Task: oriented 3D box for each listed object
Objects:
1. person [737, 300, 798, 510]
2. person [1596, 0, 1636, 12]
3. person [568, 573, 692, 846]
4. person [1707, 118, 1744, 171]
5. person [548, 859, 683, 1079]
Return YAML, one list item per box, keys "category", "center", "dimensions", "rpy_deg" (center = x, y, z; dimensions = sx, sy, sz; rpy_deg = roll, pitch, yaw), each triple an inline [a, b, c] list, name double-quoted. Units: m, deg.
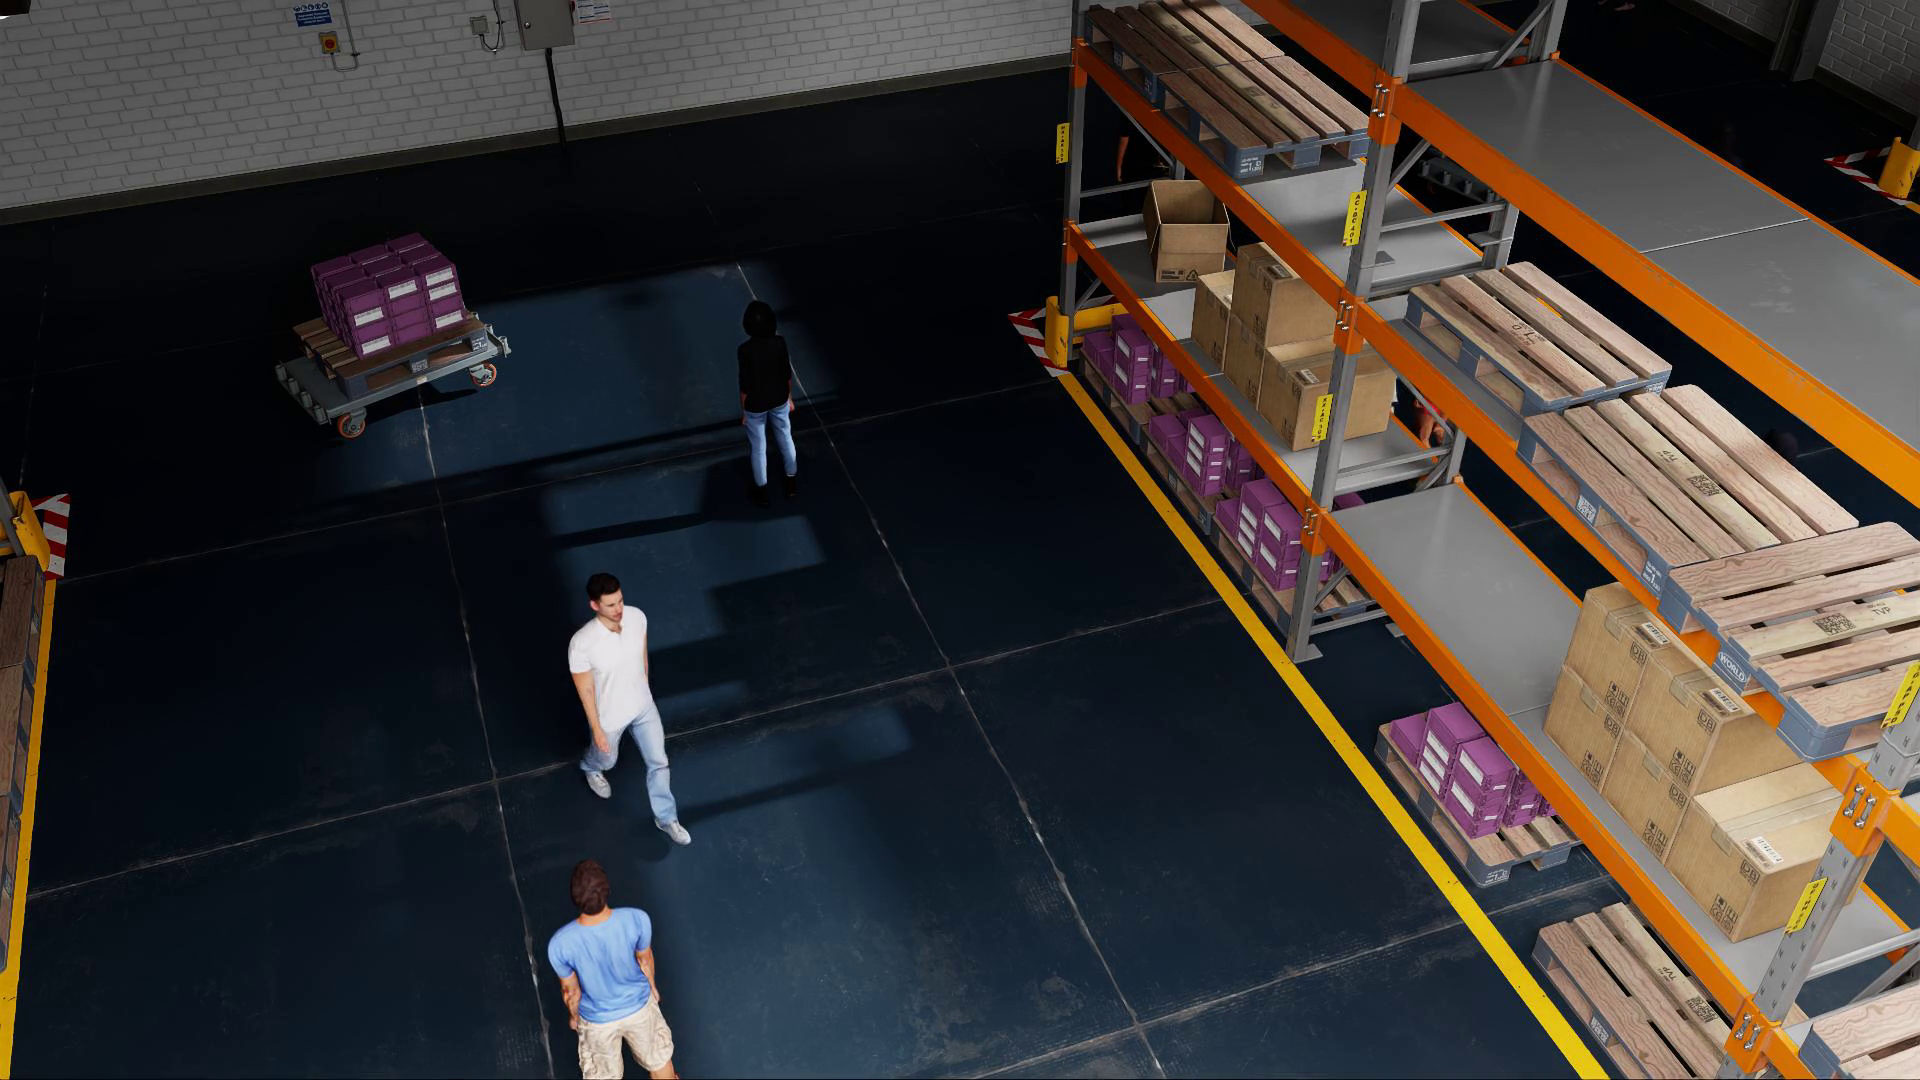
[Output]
- category: "person"
  center: [-1.406, -0.986, 12.068]
  dimensions: [0.587, 1.702, 0.559]
  rpy_deg: [-17, 42, -20]
- category: "person"
  center: [7.993, -7.291, 19.844]
  dimensions: [0.797, 1.851, 0.603]
  rpy_deg: [-24, 44, -27]
- category: "person"
  center: [-2.007, 0.925, 9.569]
  dimensions: [0.915, 1.836, 1.236]
  rpy_deg: [-26, 45, -29]
- category: "person"
  center: [6.366, -2.735, 14.271]
  dimensions: [0.983, 1.687, 1.192]
  rpy_deg: [6, 39, 8]
- category: "person"
  center: [-1.642, 2.216, 7.932]
  dimensions: [0.663, 1.862, 0.574]
  rpy_deg: [-15, 41, -18]
